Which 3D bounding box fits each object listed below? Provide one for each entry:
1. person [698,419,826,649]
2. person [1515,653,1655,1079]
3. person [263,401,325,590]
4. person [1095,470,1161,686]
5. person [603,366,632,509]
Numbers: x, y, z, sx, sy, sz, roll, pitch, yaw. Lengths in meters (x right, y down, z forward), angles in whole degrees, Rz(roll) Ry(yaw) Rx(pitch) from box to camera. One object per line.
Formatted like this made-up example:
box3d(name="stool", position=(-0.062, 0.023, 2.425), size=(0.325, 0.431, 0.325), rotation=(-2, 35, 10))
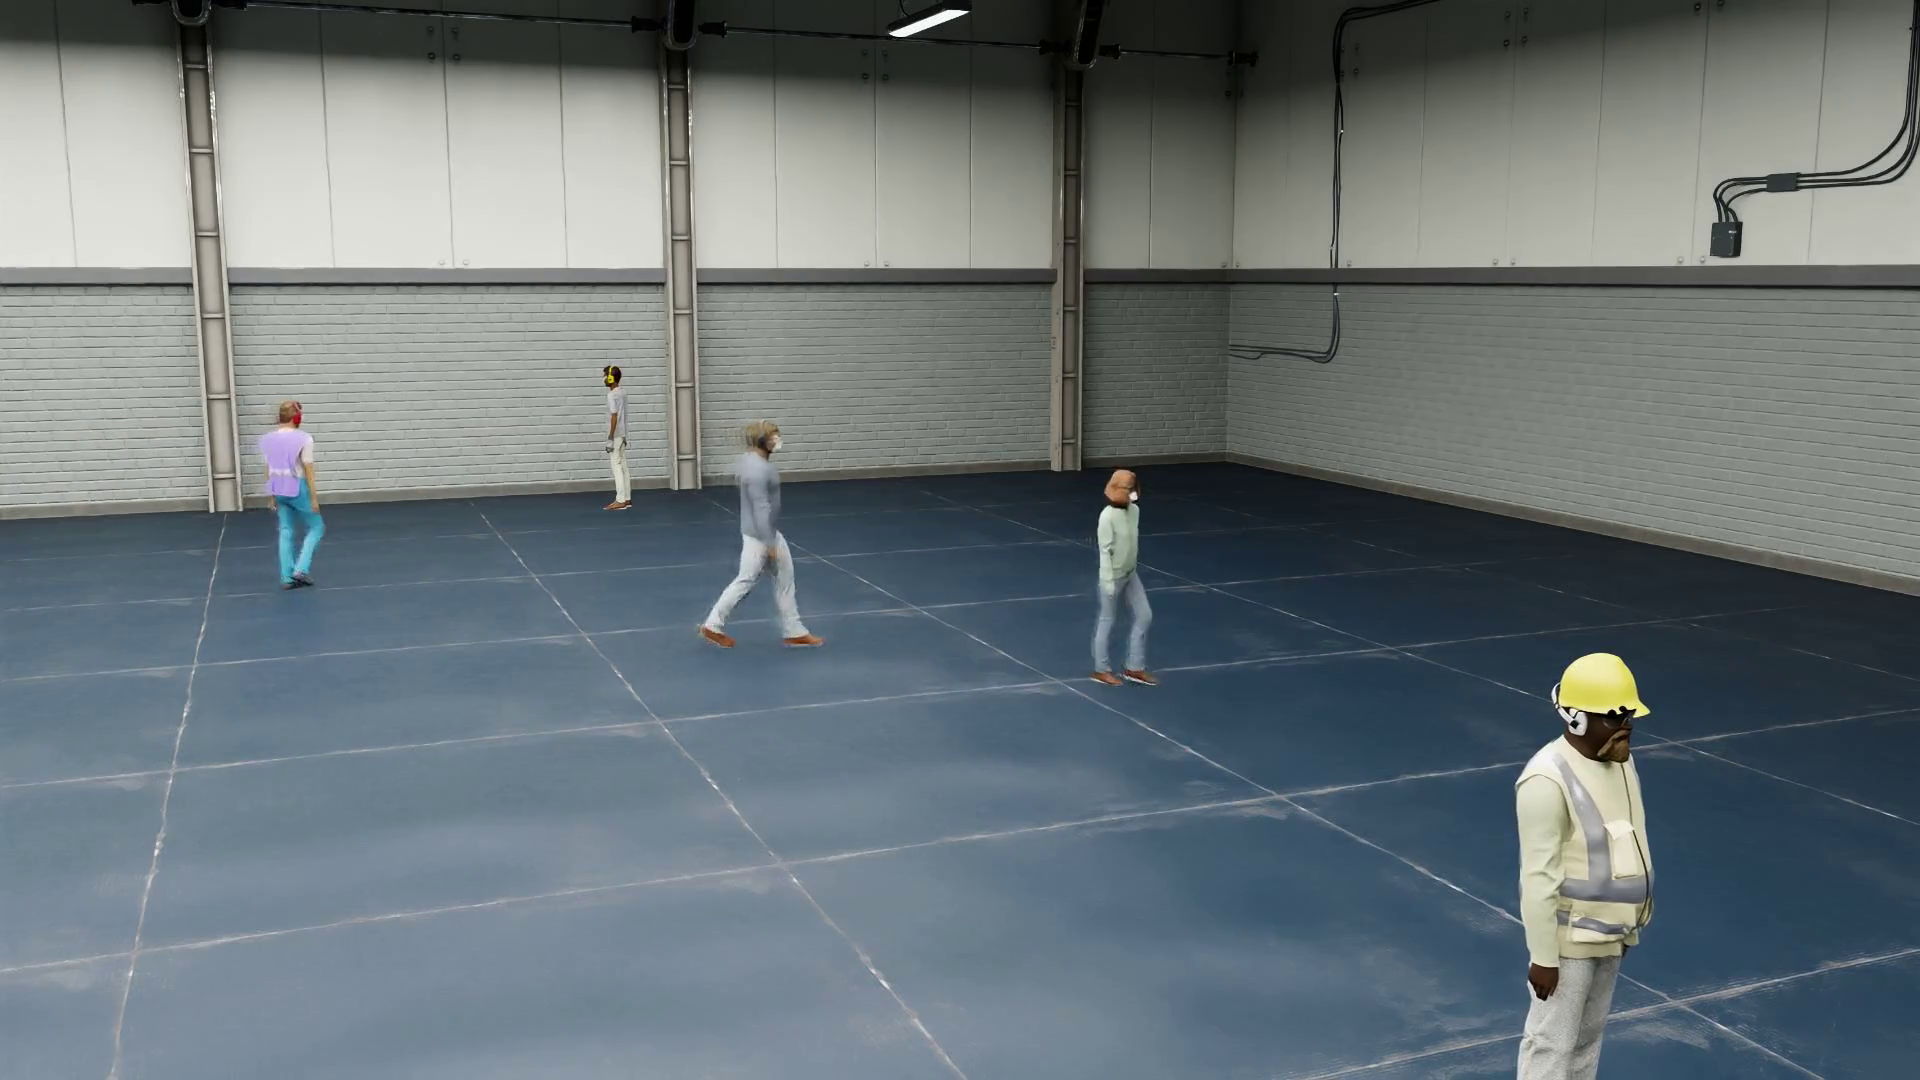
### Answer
box3d(name="person", position=(-1.643, -0.037, 13.426), size=(1.012, 1.898, 0.647), rotation=(0, 9, 0))
box3d(name="person", position=(2.036, 1.263, 5.433), size=(0.404, 1.831, 0.600), rotation=(9, 13, 44))
box3d(name="person", position=(-6.423, -0.425, 16.040), size=(0.603, 1.826, 0.459), rotation=(3, 10, 20))
box3d(name="person", position=(1.241, 0.292, 12.193), size=(0.606, 1.612, 0.535), rotation=(7, 12, 39))
box3d(name="person", position=(-4.472, -1.326, 21.591), size=(0.312, 1.865, 0.537), rotation=(1, 9, 9))
